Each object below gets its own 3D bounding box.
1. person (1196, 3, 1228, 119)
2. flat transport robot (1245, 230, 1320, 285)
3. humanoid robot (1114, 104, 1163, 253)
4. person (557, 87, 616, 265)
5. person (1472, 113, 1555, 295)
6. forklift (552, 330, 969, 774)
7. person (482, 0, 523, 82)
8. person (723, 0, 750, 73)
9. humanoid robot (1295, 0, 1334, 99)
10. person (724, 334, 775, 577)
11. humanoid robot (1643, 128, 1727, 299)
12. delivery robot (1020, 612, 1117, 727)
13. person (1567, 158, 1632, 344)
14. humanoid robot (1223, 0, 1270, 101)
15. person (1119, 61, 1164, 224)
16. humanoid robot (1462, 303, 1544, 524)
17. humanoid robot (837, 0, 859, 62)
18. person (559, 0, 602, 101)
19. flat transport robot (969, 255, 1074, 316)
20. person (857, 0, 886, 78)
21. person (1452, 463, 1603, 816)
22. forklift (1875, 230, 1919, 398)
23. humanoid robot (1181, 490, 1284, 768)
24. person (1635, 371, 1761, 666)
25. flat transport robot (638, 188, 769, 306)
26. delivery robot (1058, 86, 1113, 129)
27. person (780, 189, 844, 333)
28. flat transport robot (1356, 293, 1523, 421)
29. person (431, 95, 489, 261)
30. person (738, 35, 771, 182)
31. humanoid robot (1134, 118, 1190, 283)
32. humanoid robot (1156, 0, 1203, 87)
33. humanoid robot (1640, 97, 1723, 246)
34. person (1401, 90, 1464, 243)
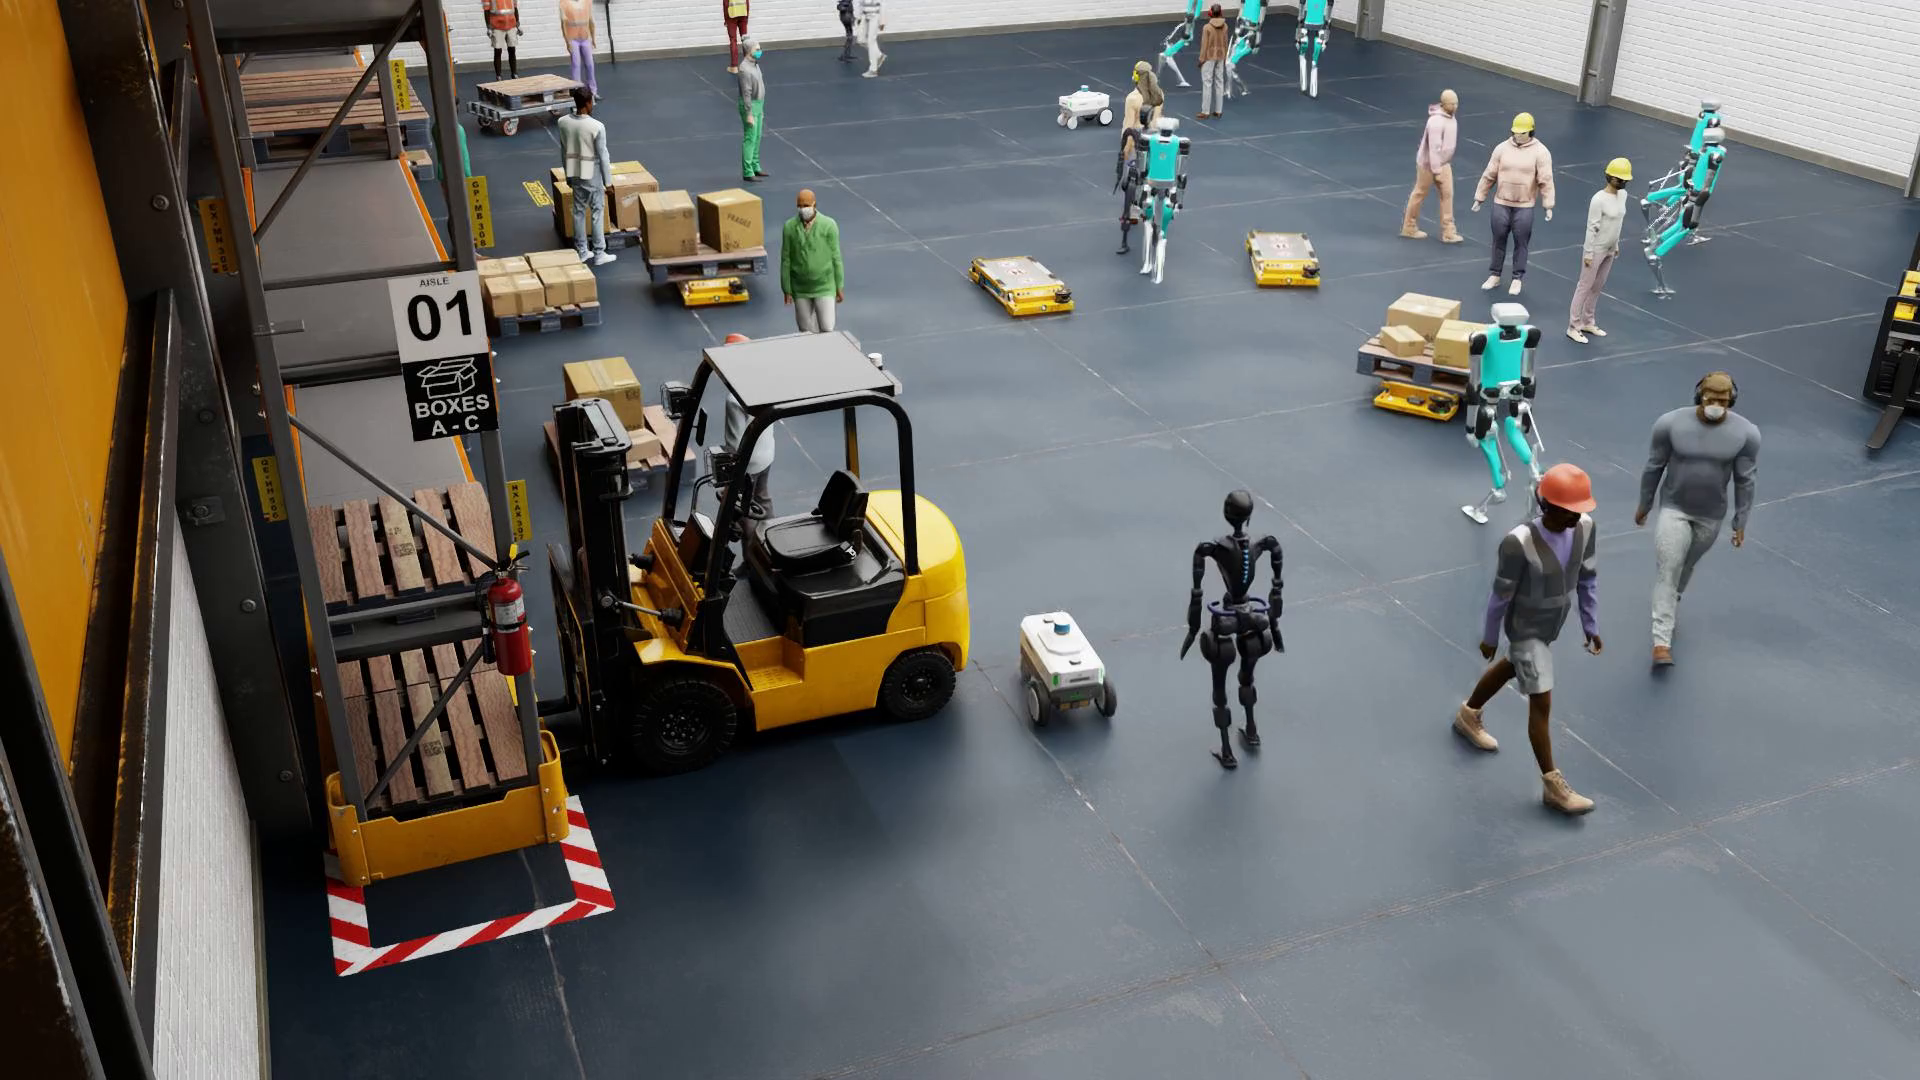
[{"bbox_3d":[3.720,-7.028,24.422,0.472,1.651,0.317,-13,29,-23],"label":"person"},{"bbox_3d":[3.501,-3.070,18.093,0.659,0.231,1.431,2,27,3],"label":"flat transport robot"},{"bbox_3d":[2.019,-4.018,18.423,0.593,1.638,0.614,13,29,24],"label":"humanoid robot"},{"bbox_3d":[-4.030,-3.919,17.963,0.598,1.909,0.400,11,29,20],"label":"person"},{"bbox_3d":[5.722,-3.480,17.147,0.814,1.856,0.437,16,31,28],"label":"person"},{"bbox_3d":[-1.094,0.010,9.831,2.313,2.155,1.214,-10,28,-20],"label":"forklift"},{"bbox_3d":[-7.211,-8.124,26.268,0.602,1.959,0.371,-20,33,-34],"label":"person"},{"bbox_3d":[-3.689,-8.635,27.494,0.471,1.768,0.375,-15,30,-28],"label":"person"},{"bbox_3d":[5.469,-7.786,25.853,0.544,1.786,0.841,4,27,8],"label":"humanoid robot"},{"bbox_3d":[-1.473,-0.588,11.523,0.350,1.737,0.572,9,28,17],"label":"person"},{"bbox_3d":[7.270,-3.295,16.892,0.681,1.782,0.530,6,27,13],"label":"humanoid robot"},{"bbox_3d":[0.617,0.748,10.173,0.499,0.587,0.774,-7,28,-13],"label":"delivery robot"},{"bbox_3d":[6.112,-2.756,15.804,0.532,1.765,0.323,-20,33,-34],"label":"person"},{"bbox_3d":[4.244,-7.651,25.601,0.990,1.761,0.548,-21,34,-36],"label":"humanoid robot"},{"bbox_3d":[2.126,-4.617,19.397,0.561,1.873,0.390,-17,31,-30],"label":"person"},{"bbox_3d":[3.969,-0.737,11.857,0.538,1.769,1.014,-6,27,-12],"label":"humanoid robot"},{"bbox_3d":[-1.947,-9.017,28.366,0.433,1.635,0.599,-7,27,-13],"label":"humanoid robot"},{"bbox_3d":[-5.814,-7.647,25.463,0.585,1.822,0.511,-24,35,-39],"label":"person"},{"bbox_3d":[0.624,-2.656,17.270,0.659,0.231,1.431,-8,28,-16],"label":"flat transport robot"},{"bbox_3d":[-1.429,-8.537,27.187,0.495,1.865,0.603,-22,34,-37],"label":"person"},{"bbox_3d":[3.197,0.468,9.170,0.609,1.977,1.105,-16,31,-29],"label":"person"},{"bbox_3d":[9.029,-2.397,14.618,1.214,2.155,2.313,18,32,32],"label":"forklift"},{"bbox_3d":[1.567,0.507,9.430,0.609,1.647,0.380,-6,27,-12],"label":"humanoid robot"},{"bbox_3d":[4.629,-0.153,10.491,0.649,1.881,1.002,7,28,14],"label":"person"},{"bbox_3d":[-2.683,-2.791,17.540,0.659,0.231,1.431,-7,28,-14],"label":"flat transport robot"},{"bbox_3d":[1.835,-6.298,24.217,0.791,0.614,0.499,-14,30,-26],"label":"delivery robot"},{"bbox_3d":[-1.317,-2.238,14.772,0.569,1.760,0.465,2,27,4],"label":"person"},{"bbox_3d":[4.264,-1.421,14.813,0.659,0.231,1.431,16,31,29],"label":"flat transport robot"},{"bbox_3d":[-5.480,-3.916,18.030,0.500,1.843,0.396,22,34,37],"label":"person"},{"bbox_3d":[-2.646,-5.497,21.190,0.340,1.835,0.509,4,27,8],"label":"person"},{"bbox_3d":[2.112,-3.592,17.533,0.557,1.804,0.751,4,27,8],"label":"humanoid robot"},{"bbox_3d":[3.397,-8.055,26.404,0.934,1.776,0.583,8,28,15],"label":"humanoid robot"},{"bbox_3d":[7.892,-3.997,18.308,0.995,1.734,0.544,5,27,9],"label":"humanoid robot"},{"bbox_3d":[5.405,-4.183,18.670,0.543,1.736,0.832,-23,35,-38],"label":"person"}]
